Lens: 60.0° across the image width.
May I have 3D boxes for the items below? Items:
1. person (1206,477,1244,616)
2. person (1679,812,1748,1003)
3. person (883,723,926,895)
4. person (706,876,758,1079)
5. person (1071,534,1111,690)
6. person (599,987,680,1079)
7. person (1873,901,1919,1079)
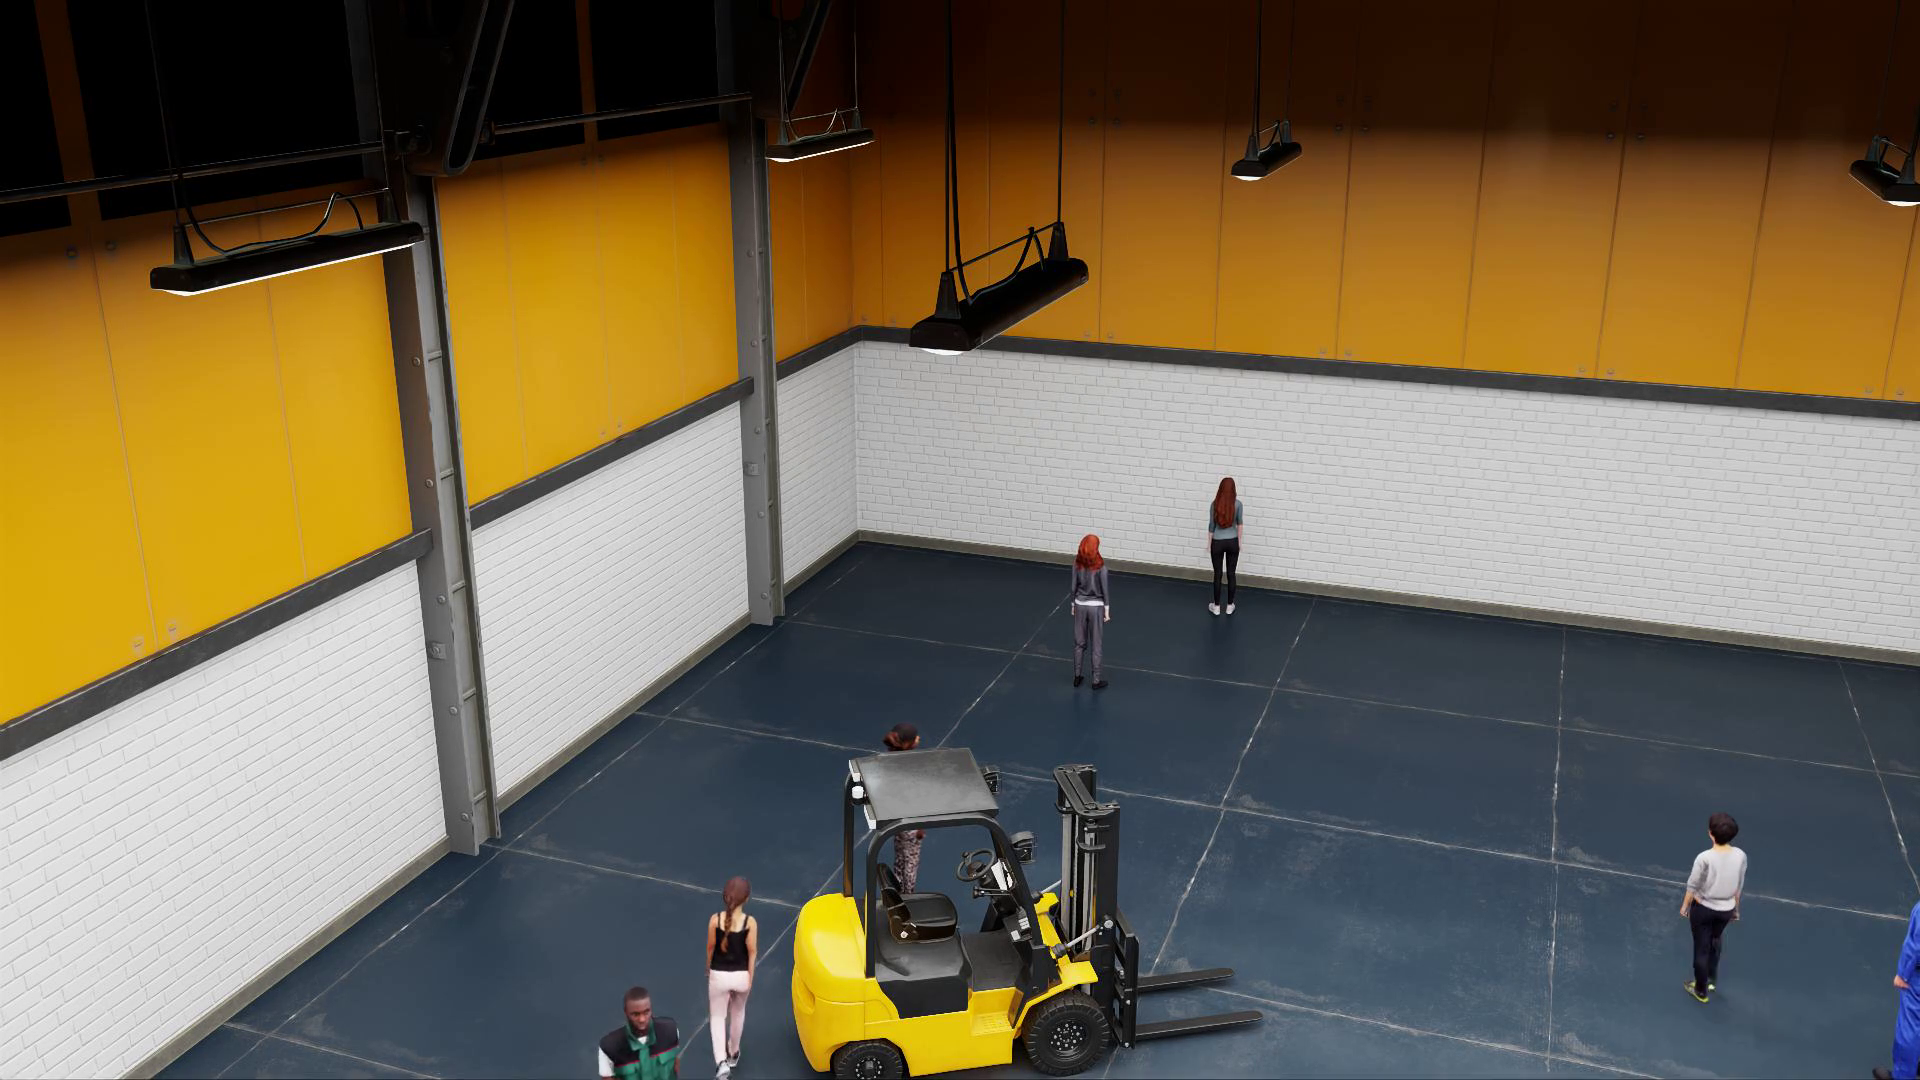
[{"bbox_3d":[3.259,0.066,20.487,0.661,1.743,0.646,0,19,-1],"label":"person"},{"bbox_3d":[5.751,2.823,12.612,0.653,1.543,0.660,-2,19,-7],"label":"person"},{"bbox_3d":[-0.446,2.311,13.869,0.744,1.713,0.680,-8,20,-21],"label":"person"},{"bbox_3d":[-1.617,3.130,11.711,0.771,1.537,0.961,-3,19,-8],"label":"person"},{"bbox_3d":[1.423,0.780,18.310,0.613,1.779,0.524,9,21,26],"label":"person"},{"bbox_3d":[-1.979,3.490,10.238,1.219,1.796,1.256,-9,21,-24],"label":"person"},{"bbox_3d":[6.797,3.011,11.614,0.777,1.825,0.816,-7,20,-21],"label":"person"}]
